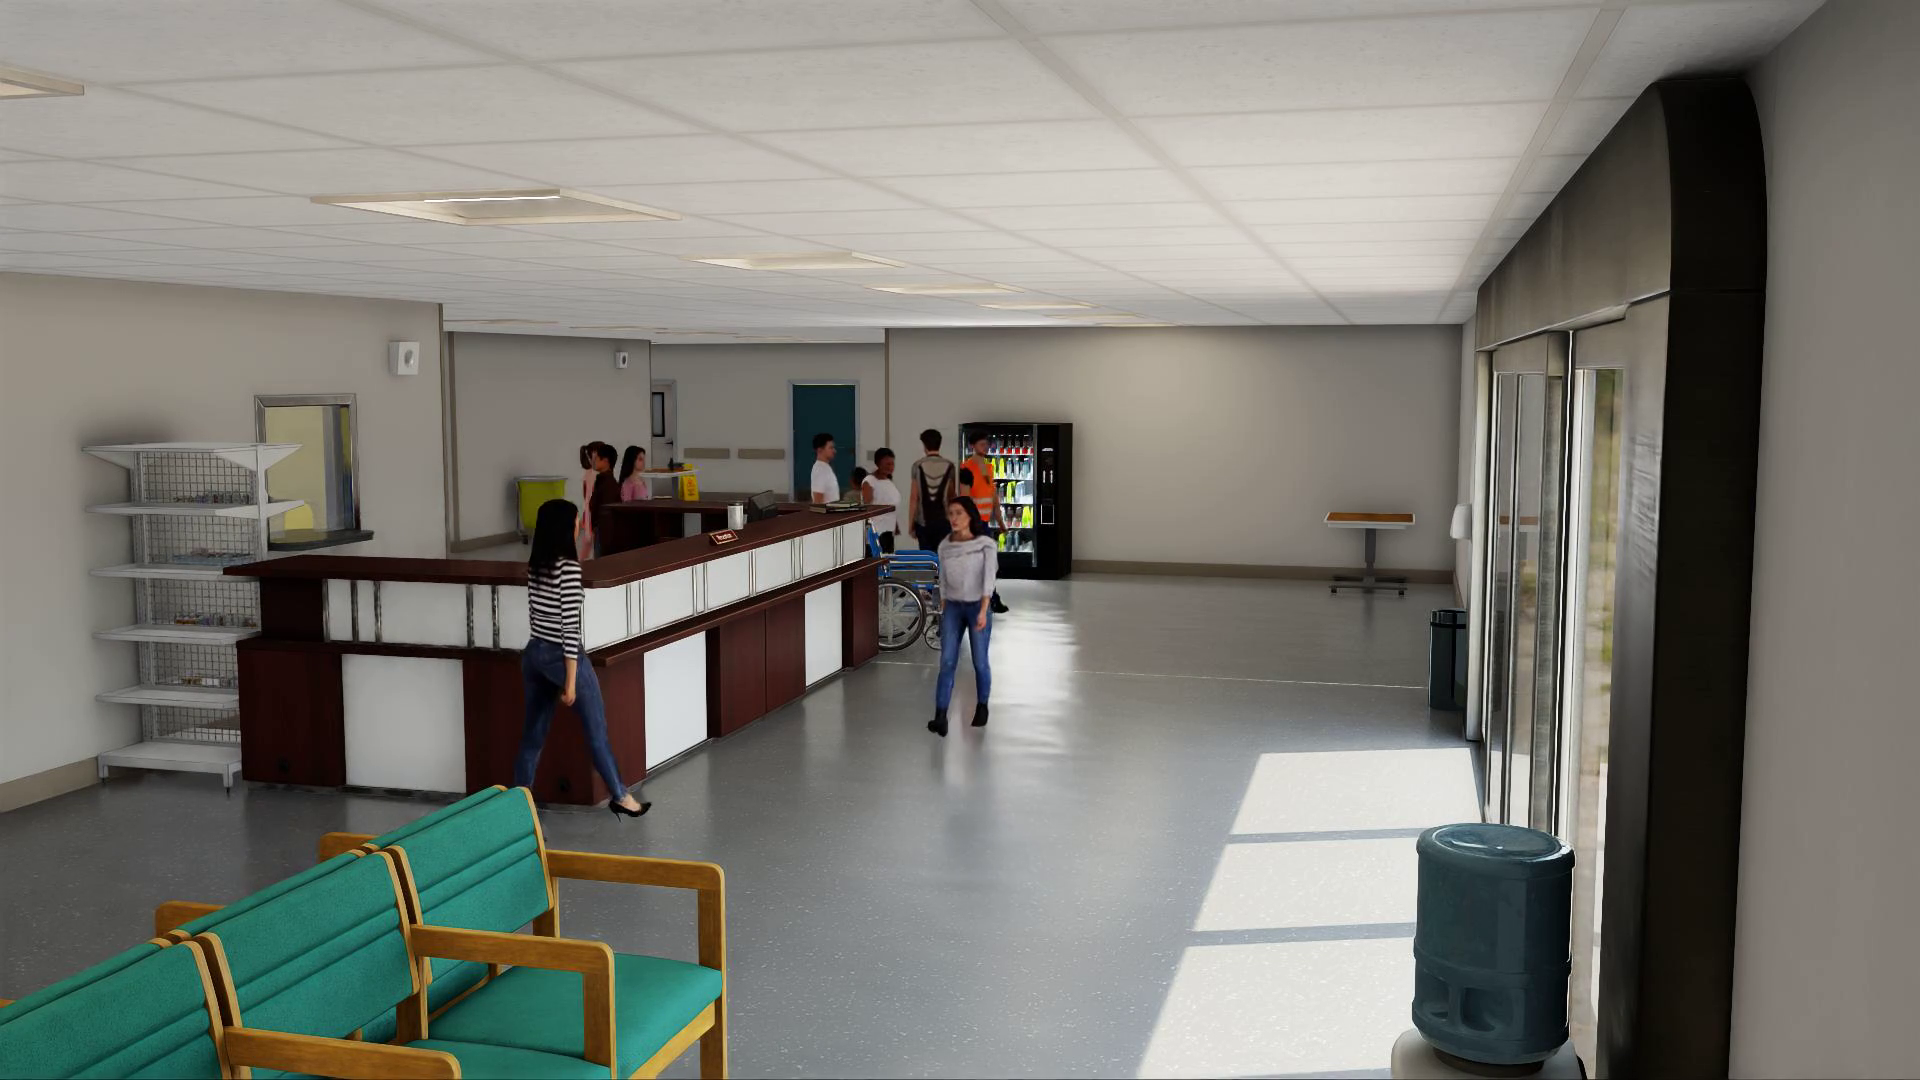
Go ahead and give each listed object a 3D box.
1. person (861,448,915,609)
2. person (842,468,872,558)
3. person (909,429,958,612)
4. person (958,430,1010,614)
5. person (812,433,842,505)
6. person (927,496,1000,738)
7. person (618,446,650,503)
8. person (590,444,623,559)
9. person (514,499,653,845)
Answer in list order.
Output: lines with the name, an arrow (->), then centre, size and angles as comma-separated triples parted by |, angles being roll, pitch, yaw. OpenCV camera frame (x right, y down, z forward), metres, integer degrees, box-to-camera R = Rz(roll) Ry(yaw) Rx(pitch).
person -> -0.869, -0.106, 17.123 | 1.086, 1.651, 0.800 | 2, 6, 18
person -> -1.003, -0.012, 17.160 | 0.789, 1.455, 0.851 | -4, 7, -36
person -> -0.236, -0.146, 16.645 | 1.204, 1.824, 0.975 | -1, 6, -6
person -> 0.075, -0.174, 16.794 | 1.123, 1.851, 0.971 | 2, 6, 17
person -> -1.401, -0.116, 16.336 | 1.190, 1.828, 0.977 | -1, 6, -14
person -> 0.094, 0.520, 11.209 | 0.959, 1.589, 0.725 | 2, 6, 21
person -> -3.307, -0.046, 16.359 | 1.234, 1.683, 0.818 | 0, 6, -2
person -> -3.213, 0.000, 15.485 | 1.010, 1.766, 0.888 | -1, 6, -13
person -> -2.127, 0.710, 8.404 | 1.076, 1.756, 0.967 | 5, 8, 41
